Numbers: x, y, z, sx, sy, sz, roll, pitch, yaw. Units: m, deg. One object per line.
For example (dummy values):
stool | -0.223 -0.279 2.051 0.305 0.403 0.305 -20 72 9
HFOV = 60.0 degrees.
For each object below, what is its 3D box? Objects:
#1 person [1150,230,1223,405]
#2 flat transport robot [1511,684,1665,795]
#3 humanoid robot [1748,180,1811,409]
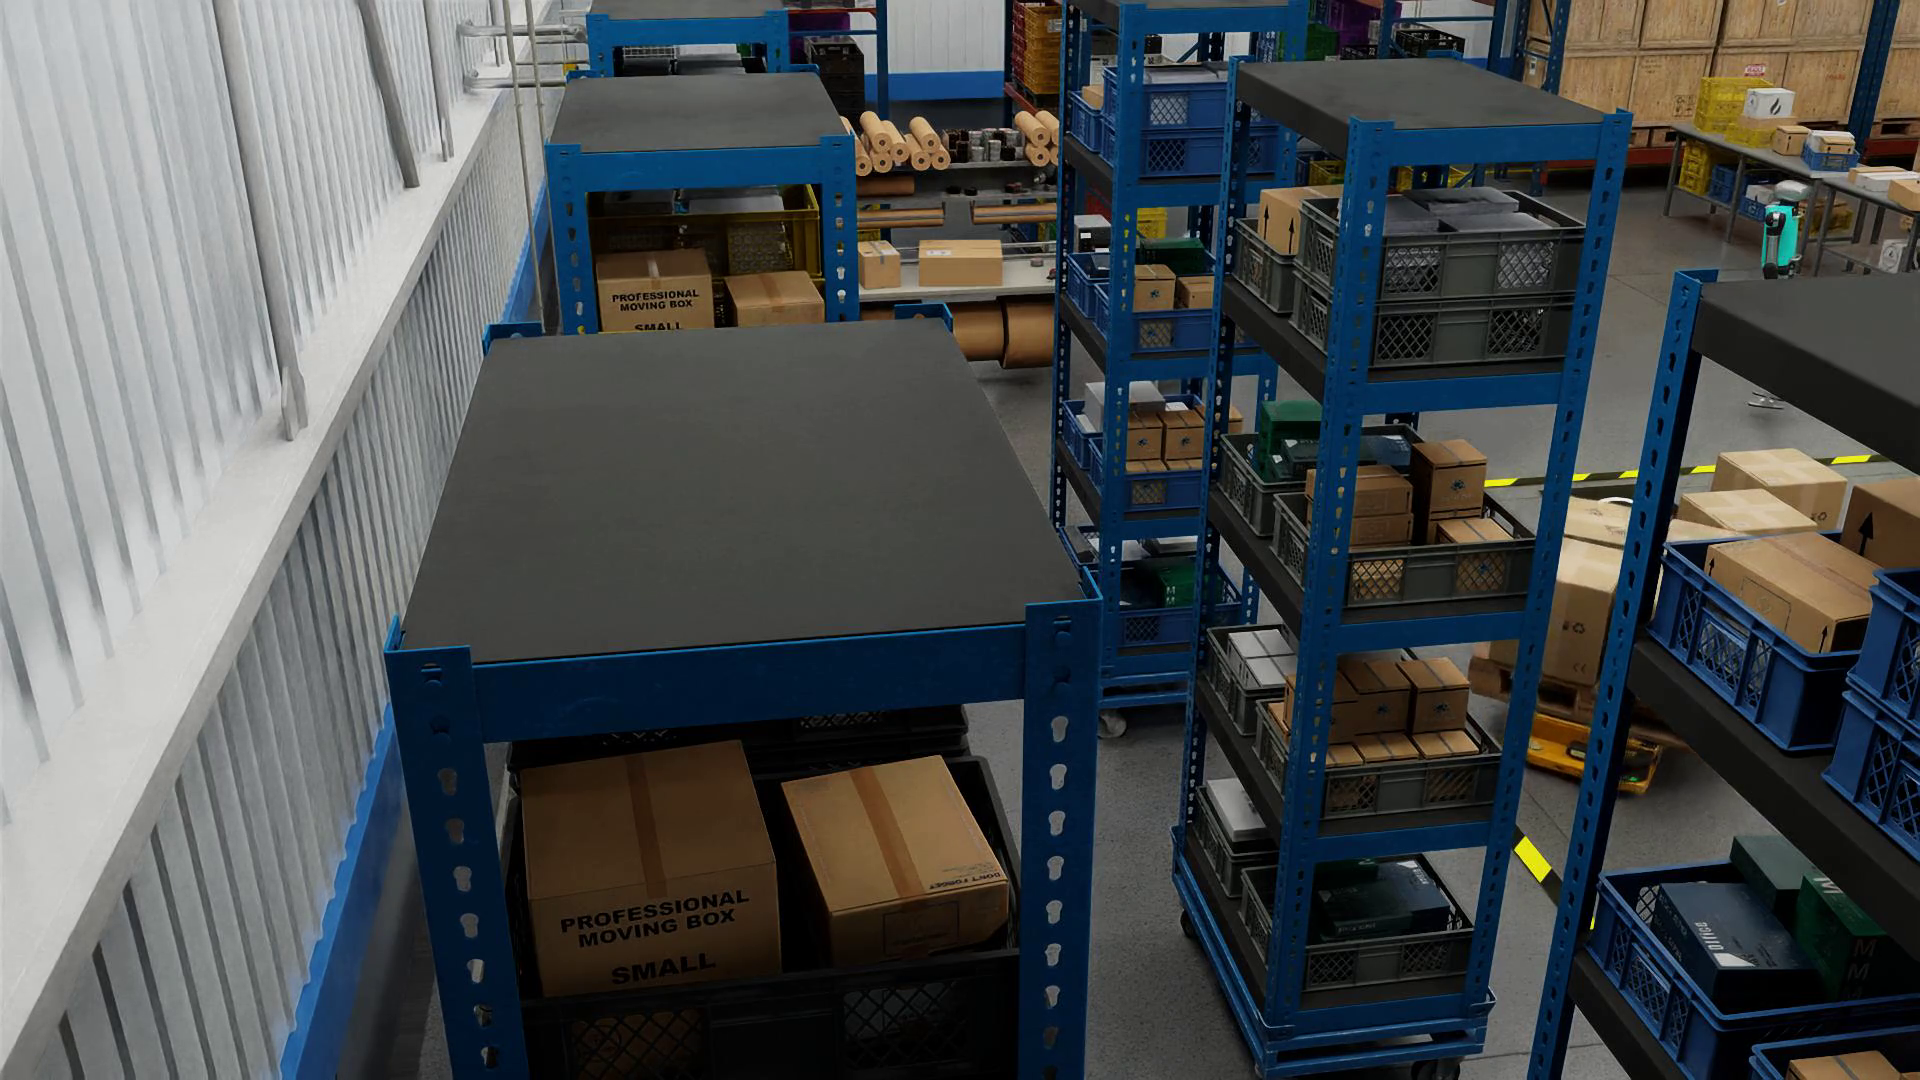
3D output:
person | 1.470 -1.101 10.803 0.587 1.847 0.396 -2 25 -5
flat transport robot | 3.329 0.808 8.510 0.652 0.197 1.431 15 29 29
humanoid robot | 6.196 -1.773 12.234 0.735 1.677 0.533 17 30 32
